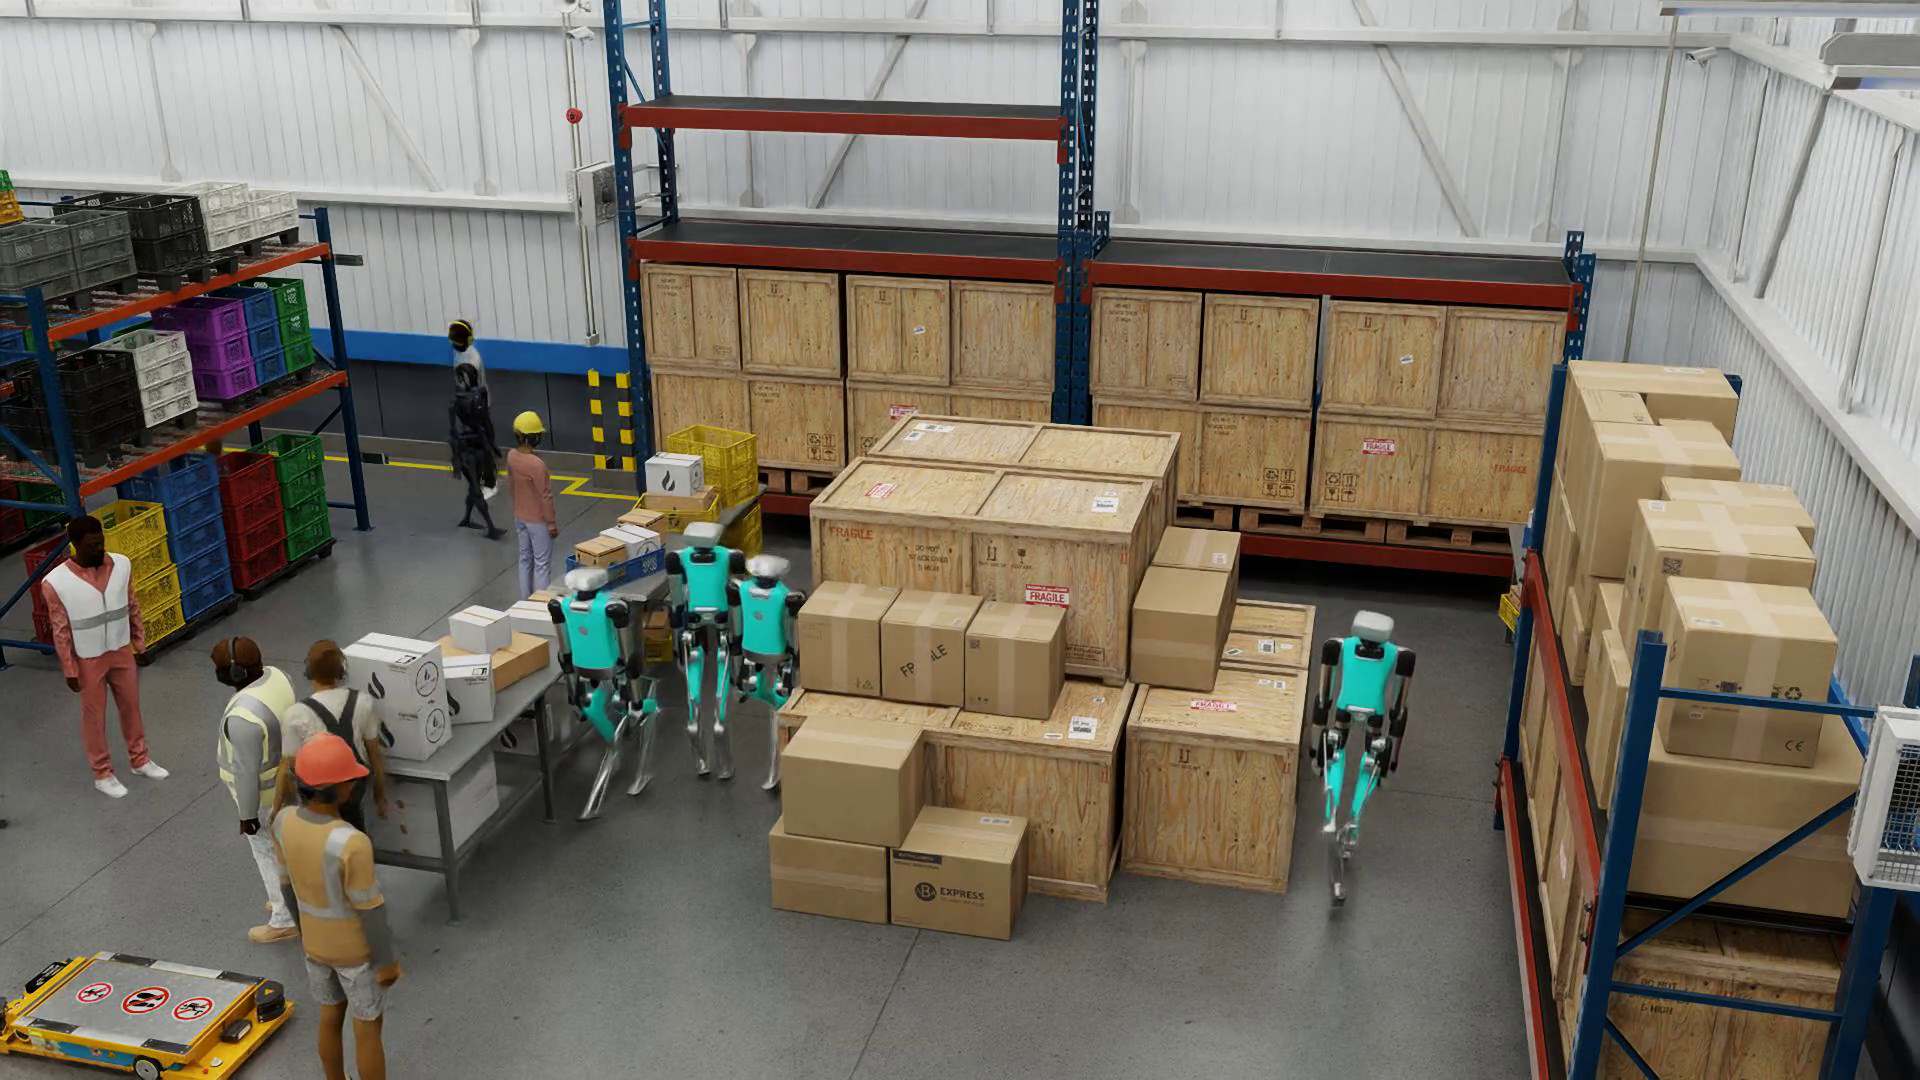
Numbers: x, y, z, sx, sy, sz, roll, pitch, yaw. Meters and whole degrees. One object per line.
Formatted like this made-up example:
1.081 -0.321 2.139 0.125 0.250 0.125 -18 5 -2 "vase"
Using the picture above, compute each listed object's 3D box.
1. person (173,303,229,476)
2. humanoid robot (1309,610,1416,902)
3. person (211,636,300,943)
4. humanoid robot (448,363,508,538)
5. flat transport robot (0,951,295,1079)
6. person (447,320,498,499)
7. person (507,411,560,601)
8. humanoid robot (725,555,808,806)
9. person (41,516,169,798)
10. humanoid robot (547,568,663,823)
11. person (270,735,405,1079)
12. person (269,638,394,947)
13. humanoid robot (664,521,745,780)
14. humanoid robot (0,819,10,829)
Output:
-7.370 -1.448 16.396 0.640 2.006 0.648 12 24 28 "person"
2.280 1.324 9.581 0.557 1.754 1.044 5 21 13 "humanoid robot"
-3.873 1.378 9.259 0.429 1.834 0.631 -1 21 -2 "person"
-4.439 -0.841 15.306 0.686 1.632 0.603 8 22 21 "humanoid robot"
-4.270 2.464 8.601 1.431 0.231 0.659 5 22 13 "flat transport robot"
-4.758 -1.291 16.239 0.441 1.829 0.643 -12 24 -29 "person"
-3.419 -0.177 13.411 0.523 1.768 0.308 19 28 40 "person"
-1.139 0.871 10.749 0.582 1.802 0.745 7 22 18 "humanoid robot"
-5.576 0.736 10.825 0.401 1.911 0.586 12 24 29 "person"
-2.195 0.937 10.552 0.563 1.755 0.984 6 22 15 "humanoid robot"
-2.852 1.847 7.740 0.606 2.039 0.391 12 24 29 "person"
-3.413 1.441 9.137 0.903 1.791 0.613 18 27 39 "person"
-1.660 0.783 10.850 0.542 1.746 0.674 0 21 1 "humanoid robot"
-6.232 1.085 10.236 0.424 1.642 0.607 -1 21 -4 "humanoid robot"
